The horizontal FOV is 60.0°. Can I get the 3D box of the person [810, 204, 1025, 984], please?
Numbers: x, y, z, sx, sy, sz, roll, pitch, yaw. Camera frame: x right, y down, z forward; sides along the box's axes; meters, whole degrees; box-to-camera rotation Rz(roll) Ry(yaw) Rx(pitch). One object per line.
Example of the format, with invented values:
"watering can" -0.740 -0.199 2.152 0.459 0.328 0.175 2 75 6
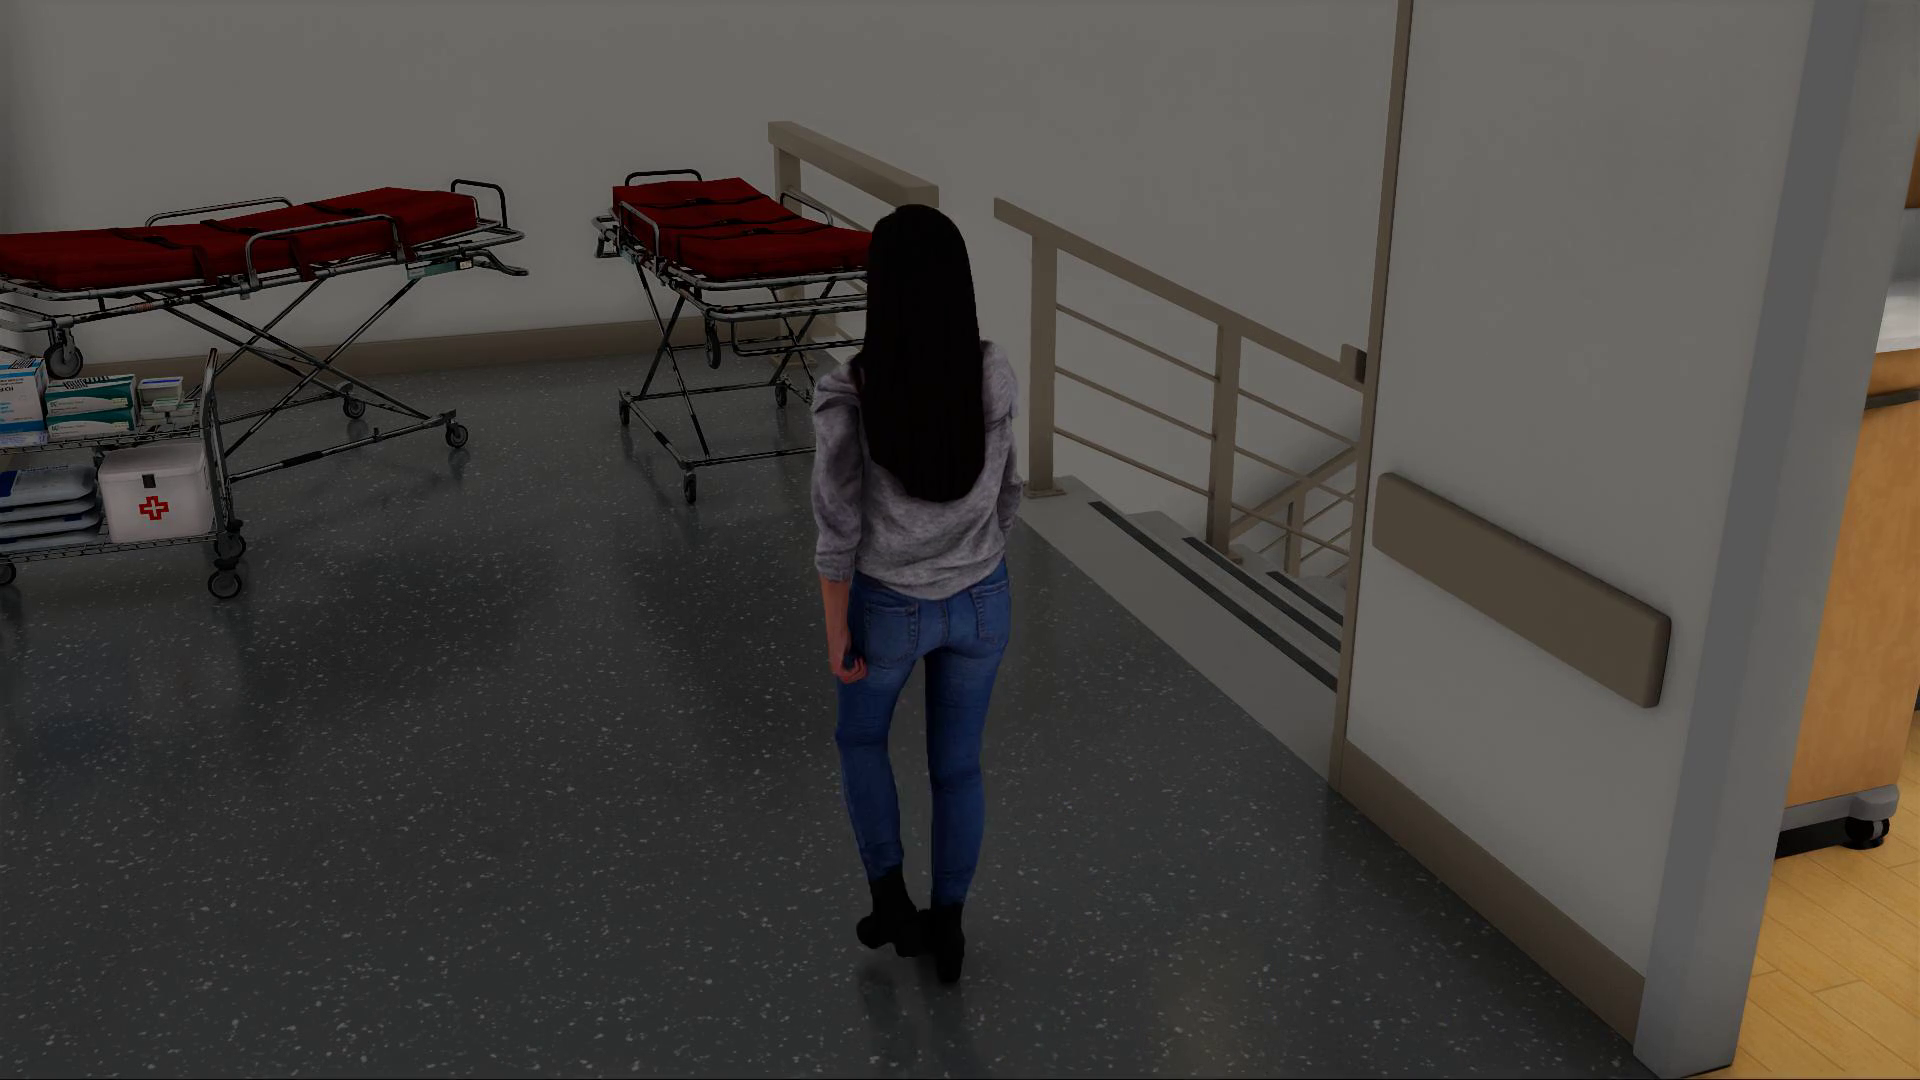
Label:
"person" -0.033 0.173 3.275 0.597 1.618 0.526 -8 22 -20
